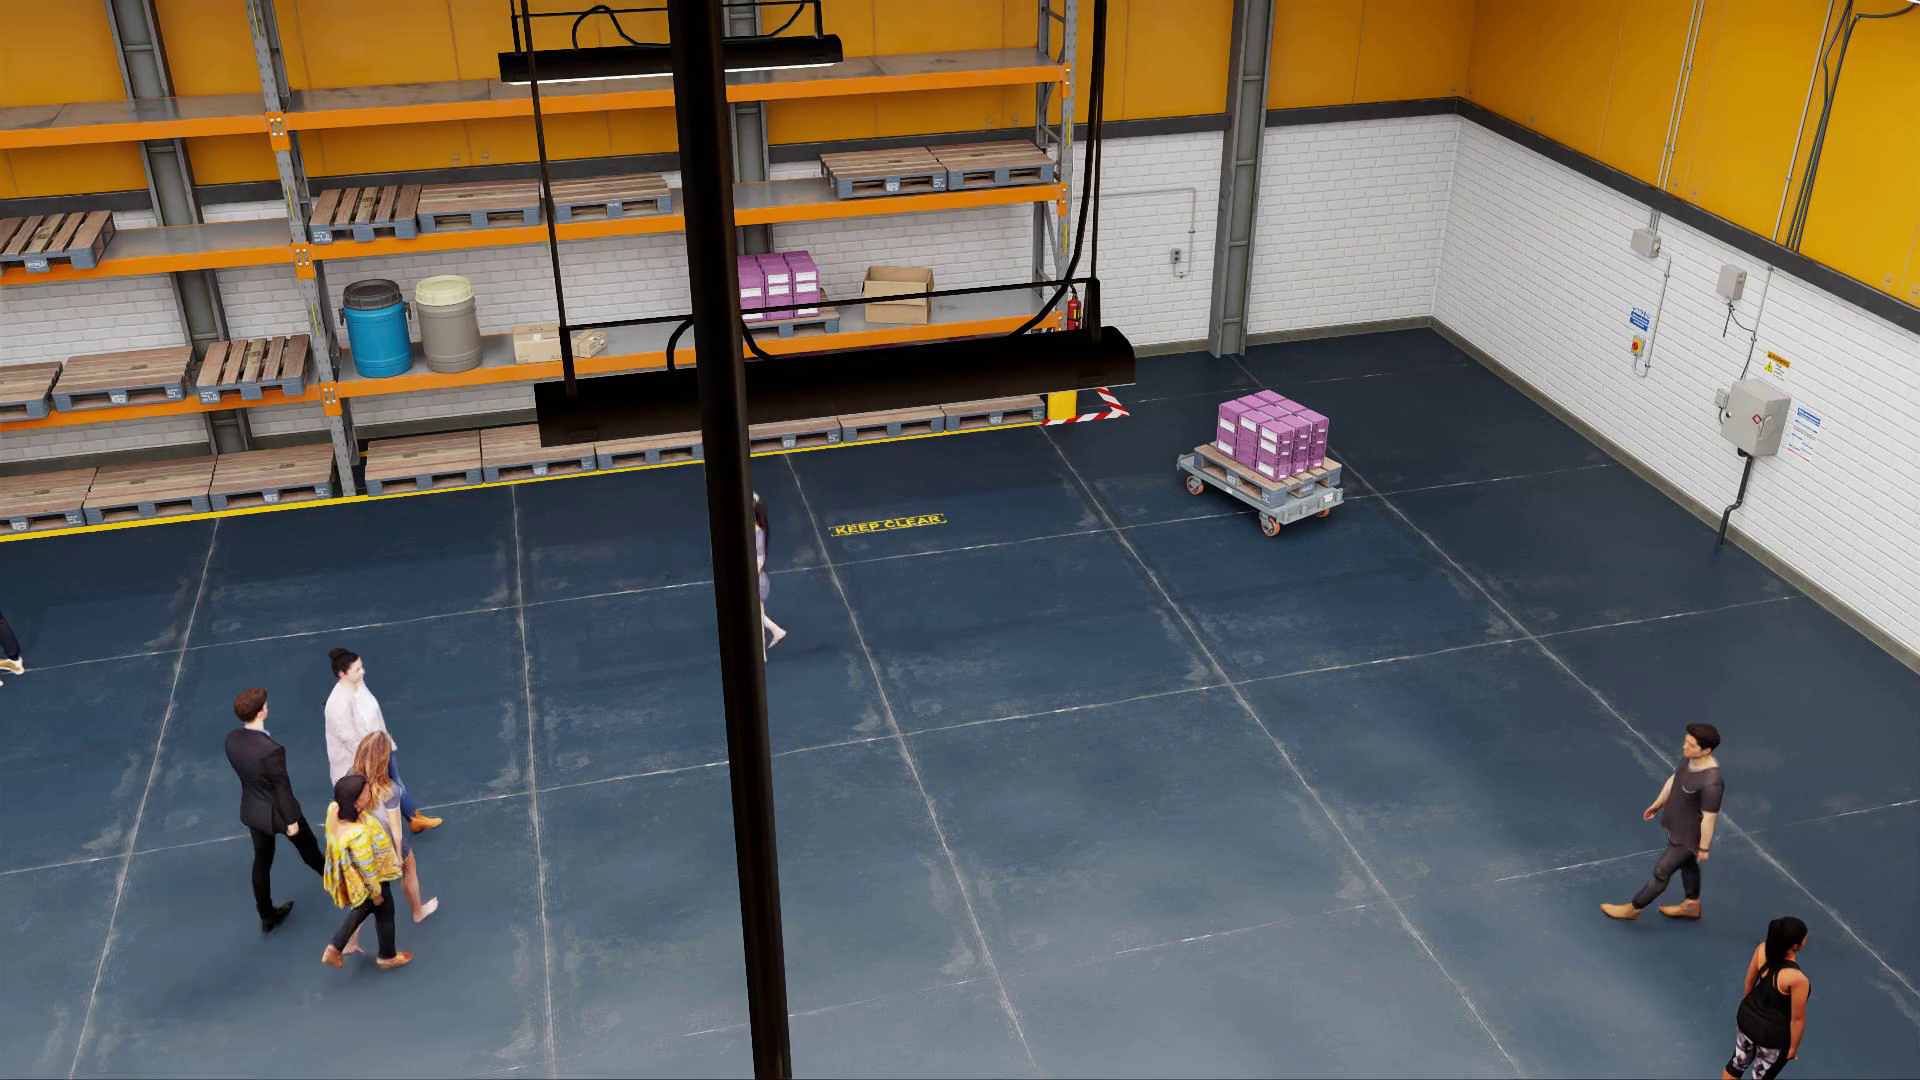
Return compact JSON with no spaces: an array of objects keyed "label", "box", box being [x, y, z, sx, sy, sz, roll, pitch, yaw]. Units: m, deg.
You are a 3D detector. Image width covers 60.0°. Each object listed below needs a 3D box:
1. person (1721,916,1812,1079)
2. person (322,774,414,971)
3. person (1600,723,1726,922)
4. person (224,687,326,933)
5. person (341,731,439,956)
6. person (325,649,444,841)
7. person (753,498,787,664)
[{"label":"person","box":[4.821,2.900,9.947,0.522,1.653,0.579,-9,30,-15]},{"label":"person","box":[-4.053,2.282,11.097,1.001,1.636,0.908,-25,37,-37]},{"label":"person","box":[5.141,1.996,11.574,1.069,1.683,0.869,4,29,8]},{"label":"person","box":[-4.843,1.914,11.552,1.135,1.848,1.151,12,31,21]},{"label":"person","box":[-4.029,2.109,11.359,1.078,1.691,1.085,9,30,17]},{"label":"person","box":[-4.546,1.578,12.323,1.194,1.699,0.919,2,29,4]},{"label":"person","box":[-1.723,0.363,14.612,0.639,1.639,0.591,-7,29,-12]}]
